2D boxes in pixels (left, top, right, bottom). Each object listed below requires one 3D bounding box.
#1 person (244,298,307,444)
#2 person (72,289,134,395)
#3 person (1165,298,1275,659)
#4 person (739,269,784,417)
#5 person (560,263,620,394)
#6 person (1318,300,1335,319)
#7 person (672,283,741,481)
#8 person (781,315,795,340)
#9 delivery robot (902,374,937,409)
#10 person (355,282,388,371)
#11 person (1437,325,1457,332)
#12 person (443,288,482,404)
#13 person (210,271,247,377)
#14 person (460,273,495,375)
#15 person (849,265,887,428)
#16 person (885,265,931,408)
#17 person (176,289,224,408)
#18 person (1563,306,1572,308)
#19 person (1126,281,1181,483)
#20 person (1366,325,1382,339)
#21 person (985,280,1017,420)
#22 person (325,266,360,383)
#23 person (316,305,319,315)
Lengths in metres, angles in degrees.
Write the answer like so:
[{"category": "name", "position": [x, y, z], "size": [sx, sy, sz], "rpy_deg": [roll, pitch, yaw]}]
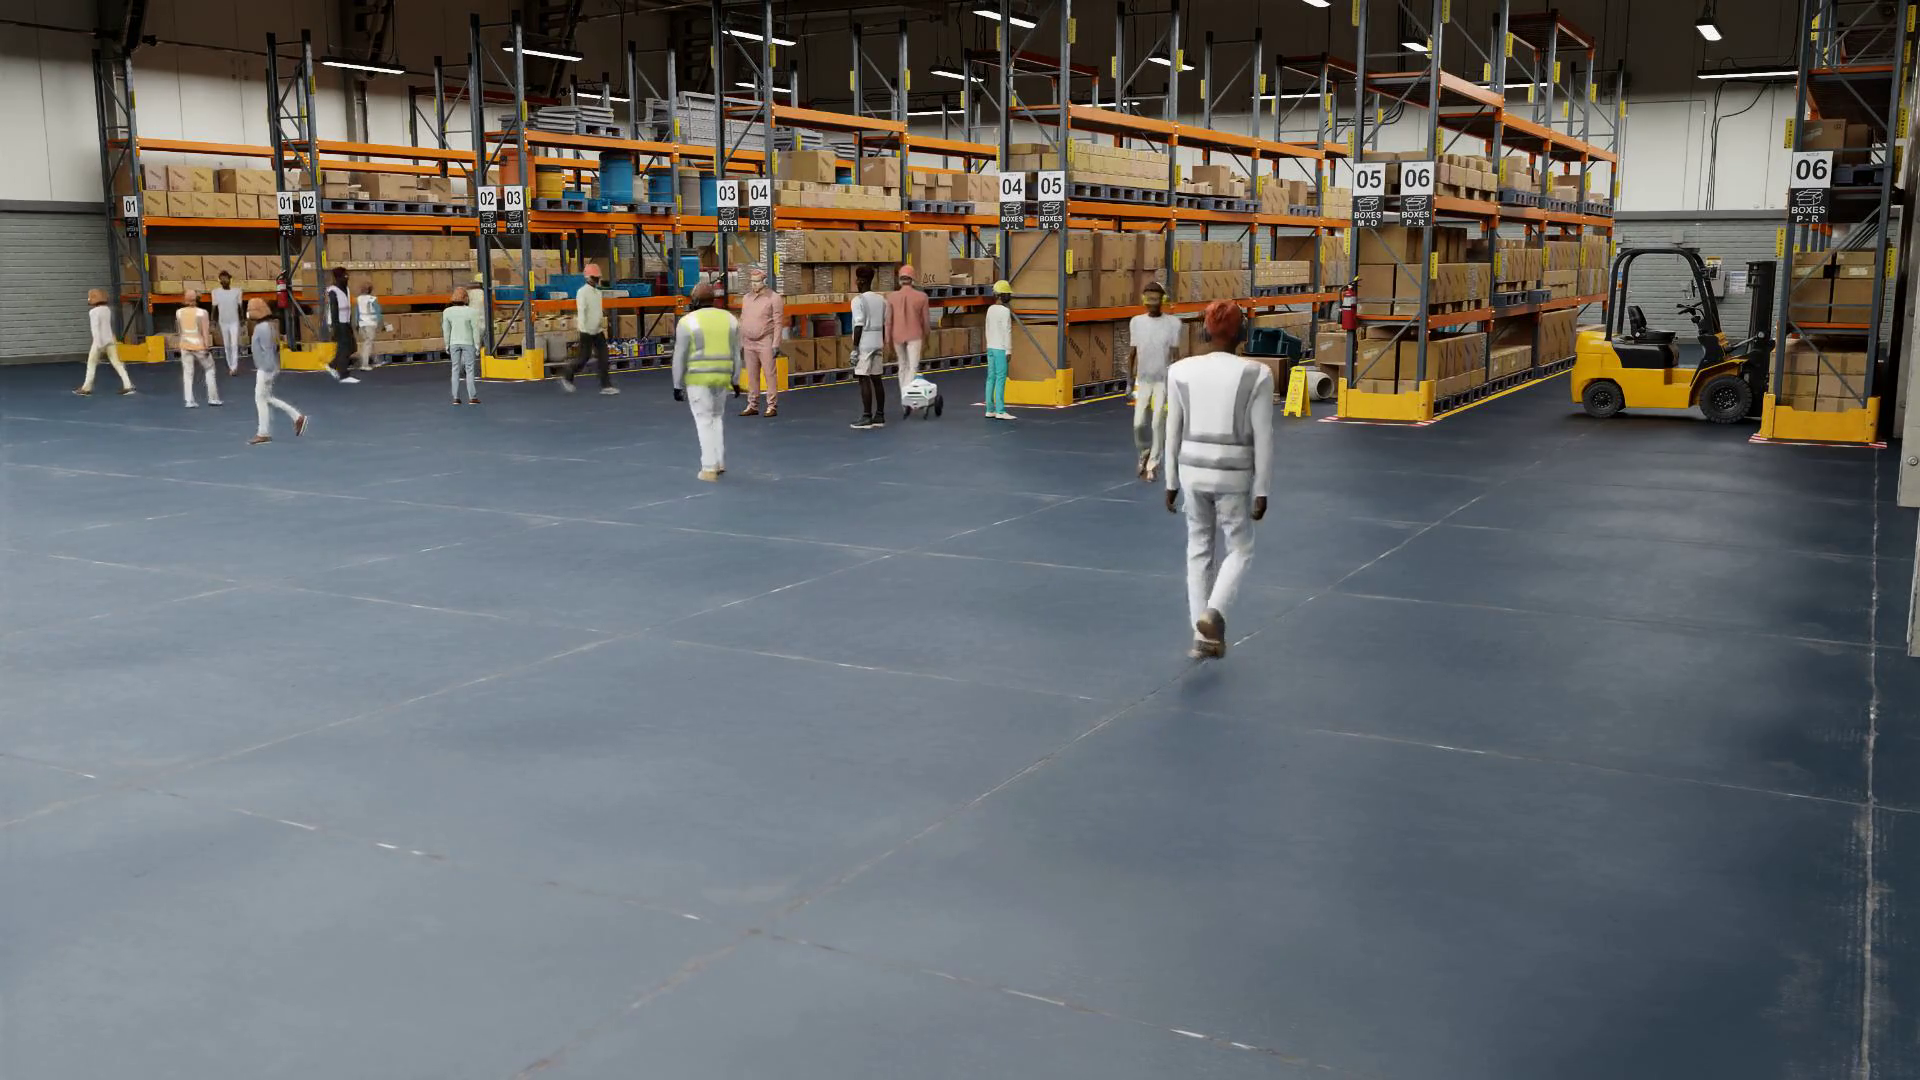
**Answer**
[{"category": "person", "position": [-7.656, -1.882, 18.498], "size": [0.613, 1.619, 0.508], "rpy_deg": [-5, 11, -26]}, {"category": "person", "position": [-12.785, -2.939, 24.783], "size": [0.871, 1.589, 0.502], "rpy_deg": [1, 10, 7]}, {"category": "person", "position": [1.289, -0.285, 8.443], "size": [0.583, 1.869, 0.561], "rpy_deg": [5, 11, 26]}, {"category": "person", "position": [-2.594, -2.542, 21.521], "size": [0.642, 1.907, 0.410], "rpy_deg": [5, 11, 27]}, {"category": "person", "position": [-5.602, -3.174, 25.039], "size": [0.897, 1.967, 0.632], "rpy_deg": [4, 10, 21]}, {"category": "person", "position": [8.810, -5.789, 40.135], "size": [0.637, 2.000, 0.694], "rpy_deg": [8, 12, 39]}, {"category": "person", "position": [-2.370, -1.459, 15.402], "size": [0.659, 1.825, 0.537], "rpy_deg": [-8, 12, -38]}, {"category": "person", "position": [-3.176, -3.834, 29.797], "size": [0.538, 1.662, 0.844], "rpy_deg": [4, 11, 23]}, {"category": "delivery robot", "position": [-0.518, -1.887, 21.359], "size": [0.477, 0.478, 0.707], "rpy_deg": [2, 10, 10]}, {"category": "person", "position": [-10.704, -3.890, 30.298], "size": [0.527, 1.602, 0.813], "rpy_deg": [5, 11, 27]}, {"category": "person", "position": [9.876, -4.568, 33.588], "size": [0.591, 1.835, 0.430], "rpy_deg": [2, 10, 10]}, {"category": "person", "position": [-6.977, -2.715, 23.325], "size": [0.509, 1.632, 0.266], "rpy_deg": [1, 10, 5]}, {"category": "person", "position": [-12.686, -3.743, 28.822], "size": [0.554, 1.823, 0.992], "rpy_deg": [-3, 10, -15]}, {"category": "person", "position": [-8.434, -3.777, 29.111], "size": [0.598, 1.795, 0.914], "rpy_deg": [4, 11, 23]}, {"category": "person", "position": [-1.120, -2.329, 20.091], "size": [0.362, 1.963, 0.614], "rpy_deg": [6, 12, 33]}, {"category": "person", "position": [-0.728, -2.730, 22.463], "size": [0.607, 1.965, 0.881], "rpy_deg": [3, 10, 15]}, {"category": "person", "position": [-10.487, -2.628, 22.882], "size": [0.526, 1.613, 0.681], "rpy_deg": [1, 10, 8]}, {"category": "person", "position": [13.370, -5.228, 37.272], "size": [0.621, 1.912, 1.096], "rpy_deg": [-1, 10, -9]}, {"category": "person", "position": [1.770, -1.444, 15.282], "size": [0.503, 1.848, 0.441], "rpy_deg": [3, 10, 16]}, {"category": "person", "position": [9.143, -5.089, 36.579], "size": [0.510, 1.860, 0.333], "rpy_deg": [2, 10, 14]}, {"category": "person", "position": [0.512, -2.418, 21.196], "size": [0.331, 1.768, 0.526], "rpy_deg": [-5, 11, -28]}, {"category": "person", "position": [-10.140, -3.517, 27.219], "size": [0.487, 1.906, 0.621], "rpy_deg": [0, 10, 2]}, {"category": "person", "position": [-12.529, -4.424, 33.077], "size": [0.549, 1.711, 0.922], "rpy_deg": [6, 12, 33]}]
